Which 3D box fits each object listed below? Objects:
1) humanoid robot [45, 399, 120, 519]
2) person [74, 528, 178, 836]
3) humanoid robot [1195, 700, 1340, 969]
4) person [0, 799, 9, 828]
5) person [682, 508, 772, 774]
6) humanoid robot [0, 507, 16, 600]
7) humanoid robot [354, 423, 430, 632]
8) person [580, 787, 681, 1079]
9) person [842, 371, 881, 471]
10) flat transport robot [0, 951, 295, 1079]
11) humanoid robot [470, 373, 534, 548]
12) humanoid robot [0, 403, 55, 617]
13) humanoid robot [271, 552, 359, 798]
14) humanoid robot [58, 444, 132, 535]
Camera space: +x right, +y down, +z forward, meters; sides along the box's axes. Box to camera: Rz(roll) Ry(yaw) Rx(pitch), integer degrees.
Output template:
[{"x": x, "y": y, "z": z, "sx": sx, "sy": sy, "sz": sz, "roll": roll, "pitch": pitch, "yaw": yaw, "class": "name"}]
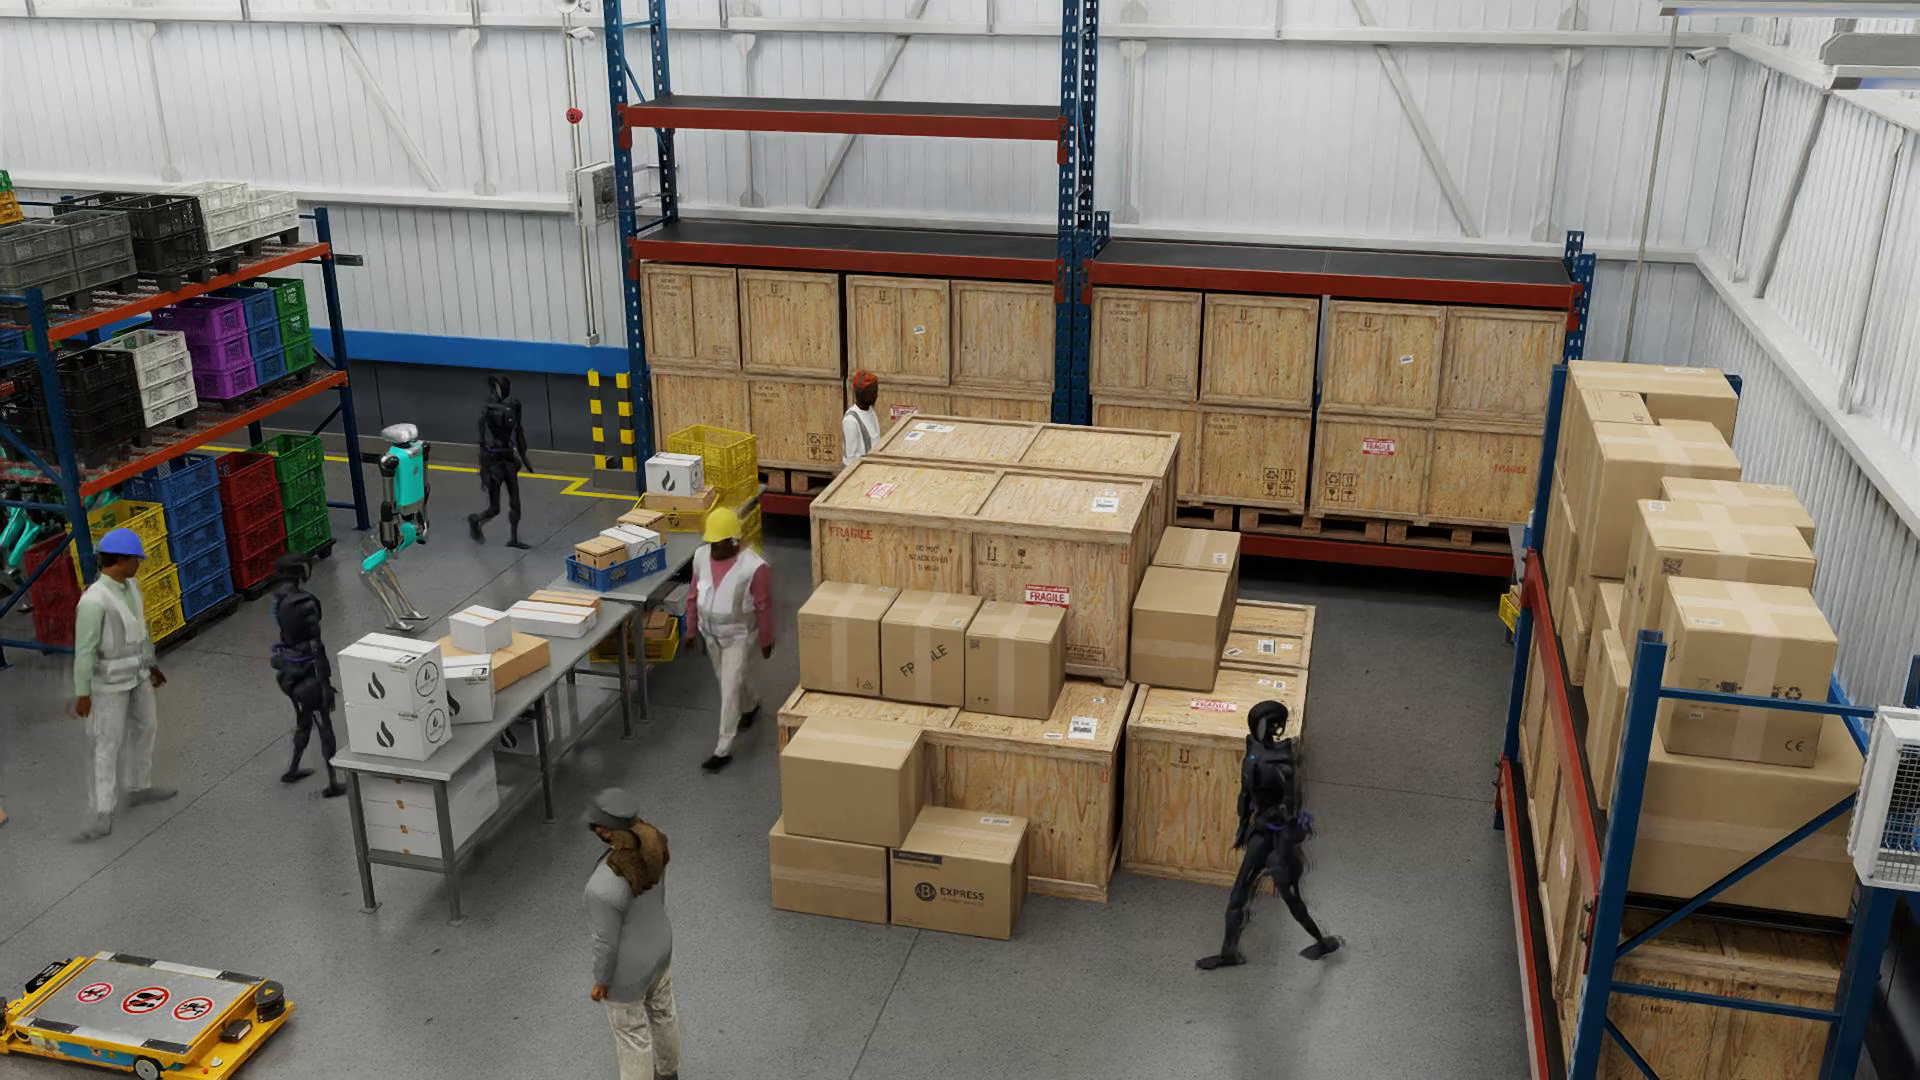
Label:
[{"x": -7.636, "y": -0.686, "z": 14.739, "sx": 0.685, "sy": 1.763, "sz": 0.530, "roll": -14, "pitch": 25, "yaw": -33, "class": "humanoid robot"}, {"x": -5.305, "y": 0.893, "z": 10.434, "sx": 0.441, "sy": 1.894, "sz": 0.779, "roll": 2, "pitch": 21, "yaw": 6, "class": "person"}, {"x": 1.726, "y": 1.605, "z": 8.973, "sx": 0.797, "sy": 1.643, "sz": 0.584, "roll": -7, "pitch": 22, "yaw": -17, "class": "humanoid robot"}, {"x": -6.269, "y": 0.904, "z": 10.198, "sx": 0.604, "sy": 2.045, "sz": 0.380, "roll": 6, "pitch": 22, "yaw": 16, "class": "person"}, {"x": -1.572, "y": 0.606, "z": 11.323, "sx": 0.590, "sy": 1.788, "sz": 0.884, "roll": 12, "pitch": 24, "yaw": 28, "class": "person"}, {"x": -8.190, "y": -0.287, "z": 13.818, "sx": 0.583, "sy": 1.655, "sz": 0.333, "roll": 7, "pitch": 22, "yaw": 18, "class": "humanoid robot"}, {"x": -4.537, "y": -0.122, "z": 13.166, "sx": 0.731, "sy": 1.694, "sz": 0.533, "roll": 7, "pitch": 22, "yaw": 17, "class": "humanoid robot"}, {"x": -1.534, "y": 1.955, "z": 7.827, "sx": 0.396, "sy": 1.769, "sz": 0.563, "roll": 8, "pitch": 22, "yaw": 19, "class": "person"}, {"x": -0.821, "y": -0.518, "z": 14.140, "sx": 0.340, "sy": 1.881, "sz": 0.579, "roll": 5, "pitch": 21, "yaw": 13, "class": "person"}, {"x": -4.270, "y": 2.464, "z": 8.601, "sx": 1.431, "sy": 0.231, "sz": 0.659, "roll": 5, "pitch": 22, "yaw": 13, "class": "flat transport robot"}, {"x": -4.193, "y": -0.721, "z": 15.012, "sx": 0.527, "sy": 1.667, "sz": 0.590, "roll": 10, "pitch": 23, "yaw": 24, "class": "humanoid robot"}, {"x": -7.696, "y": -0.204, "z": 13.449, "sx": 0.530, "sy": 1.746, "sz": 0.689, "roll": 9, "pitch": 23, "yaw": 22, "class": "humanoid robot"}, {"x": -4.283, "y": 0.854, "z": 10.838, "sx": 0.594, "sy": 1.649, "sz": 0.337, "roll": 18, "pitch": 27, "yaw": 39, "class": "humanoid robot"}, {"x": -7.395, "y": -0.470, "z": 14.147, "sx": 0.530, "sy": 1.735, "sz": 0.734, "roll": 7, "pitch": 22, "yaw": 18, "class": "humanoid robot"}]
